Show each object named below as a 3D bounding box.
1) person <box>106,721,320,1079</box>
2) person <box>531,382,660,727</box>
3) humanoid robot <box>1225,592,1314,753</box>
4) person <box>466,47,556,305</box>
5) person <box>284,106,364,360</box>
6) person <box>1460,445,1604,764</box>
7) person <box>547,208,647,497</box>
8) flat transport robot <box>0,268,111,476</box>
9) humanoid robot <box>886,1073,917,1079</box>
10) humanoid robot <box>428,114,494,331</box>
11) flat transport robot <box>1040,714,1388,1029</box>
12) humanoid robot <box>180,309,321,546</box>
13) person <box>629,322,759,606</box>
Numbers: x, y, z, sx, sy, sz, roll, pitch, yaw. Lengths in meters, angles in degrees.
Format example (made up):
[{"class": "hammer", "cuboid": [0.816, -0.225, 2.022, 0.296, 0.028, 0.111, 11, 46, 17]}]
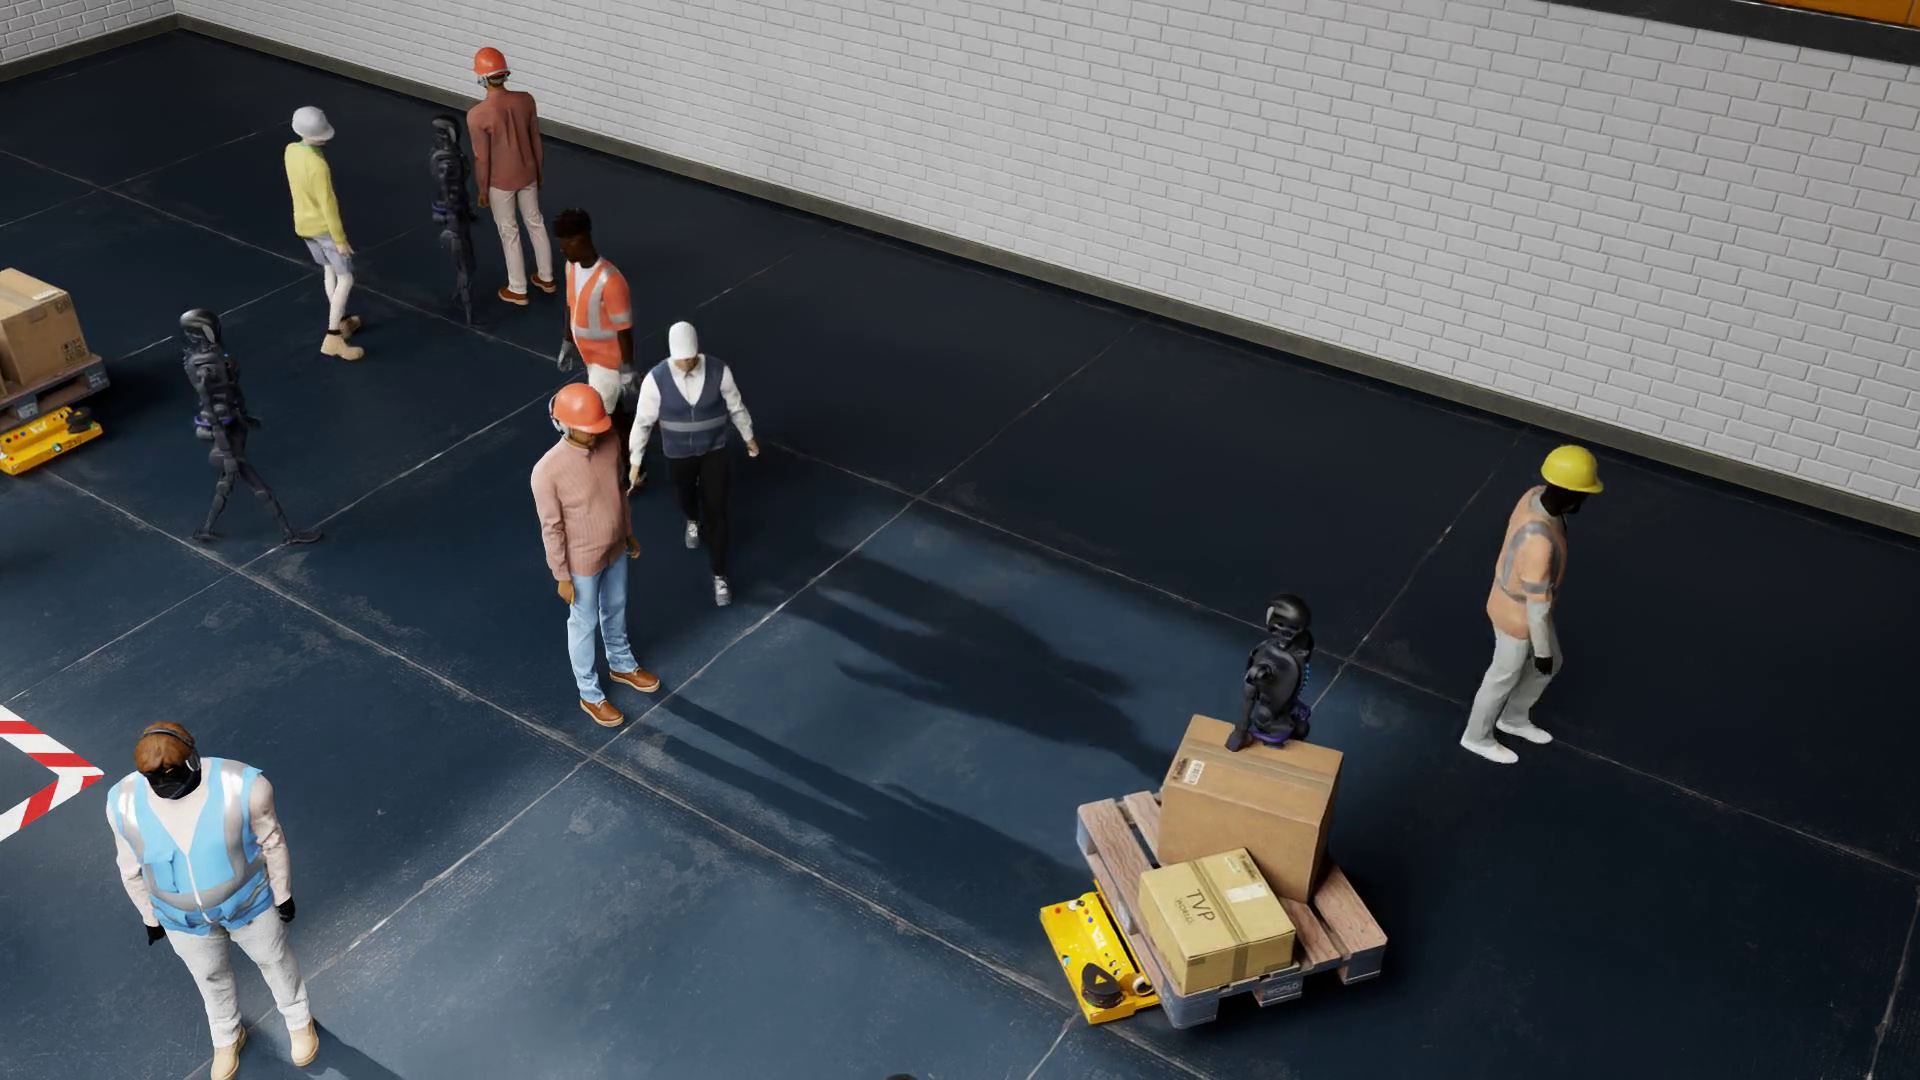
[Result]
[{"class": "person", "cuboid": [-3.027, 1.477, 6.783, 0.626, 1.844, 0.429, -9, 36, -13]}, {"class": "person", "cuboid": [-1.901, 0.061, 8.678, 0.382, 1.990, 0.607, 18, 39, 24]}, {"class": "humanoid robot", "cuboid": [1.402, 0.931, 7.706, 0.338, 1.653, 0.587, 26, 42, 32]}, {"class": "person", "cuboid": [-3.447, -2.776, 12.728, 0.385, 1.992, 0.624, 26, 42, 32]}, {"class": "person", "cuboid": [-4.705, -2.252, 12.099, 0.705, 1.866, 0.599, 21, 40, 27]}, {"class": "person", "cuboid": [2.922, 0.376, 8.295, 0.594, 1.906, 0.604, 14, 37, 20]}, {"class": "person", "cuboid": [-2.295, -1.155, 10.465, 0.538, 1.934, 0.630, -21, 40, -27]}, {"class": "flat transport robot", "cuboid": [-6.665, -0.868, 11.503, 1.431, 0.231, 0.659, 21, 40, 27]}, {"class": "humanoid robot", "cuboid": [-0.118, 2.431, 5.611, 0.593, 1.615, 0.809, -30, 45, -35]}, {"class": "humanoid robot", "cuboid": [-3.816, -2.397, 12.467, 0.407, 1.658, 0.600, -2, 35, -4]}, {"class": "flat transport robot", "cuboid": [1.154, 1.777, 7.725, 1.431, 0.231, 0.659, -10, 36, -14]}, {"class": "humanoid robot", "cuboid": [-4.420, -0.665, 10.037, 0.791, 1.631, 0.602, -6, 35, -8]}, {"class": "person", "cuboid": [-1.573, -0.545, 9.789, 0.770, 1.708, 0.930, -6, 35, -9]}]
